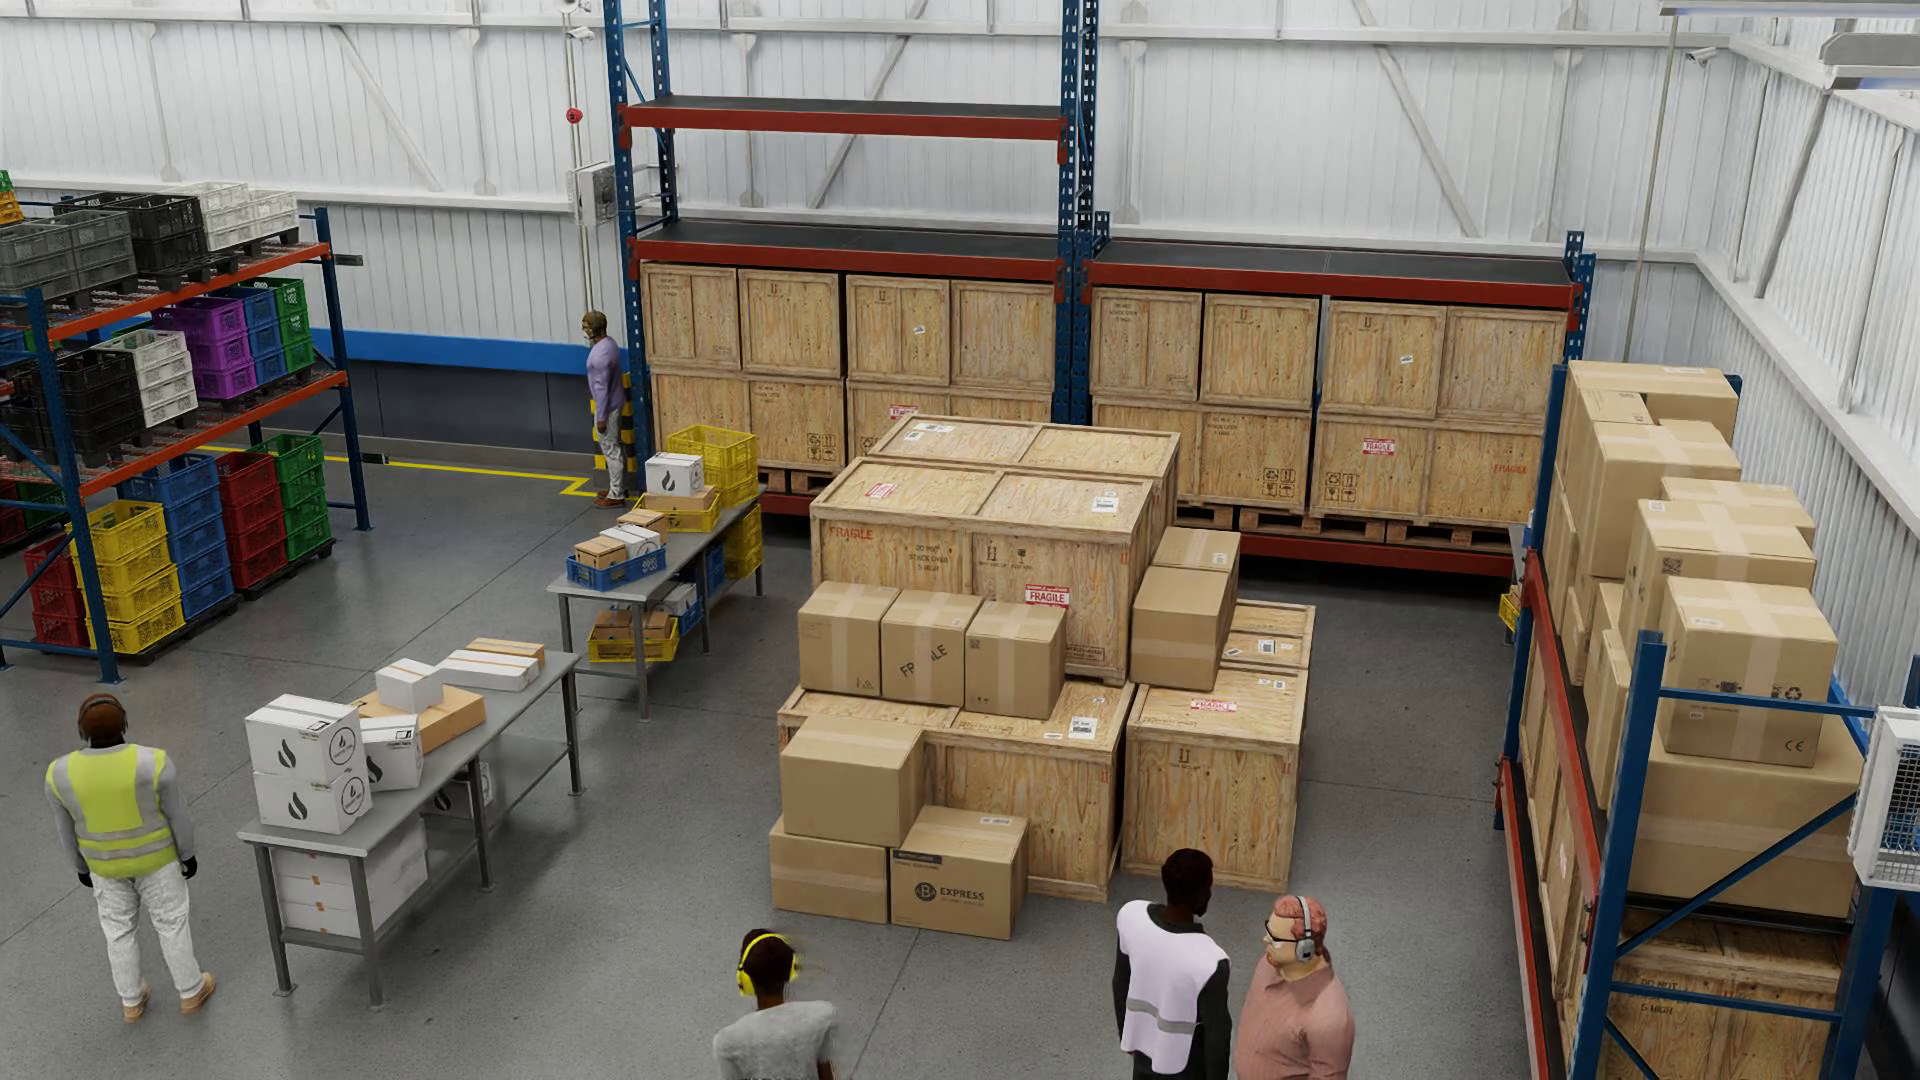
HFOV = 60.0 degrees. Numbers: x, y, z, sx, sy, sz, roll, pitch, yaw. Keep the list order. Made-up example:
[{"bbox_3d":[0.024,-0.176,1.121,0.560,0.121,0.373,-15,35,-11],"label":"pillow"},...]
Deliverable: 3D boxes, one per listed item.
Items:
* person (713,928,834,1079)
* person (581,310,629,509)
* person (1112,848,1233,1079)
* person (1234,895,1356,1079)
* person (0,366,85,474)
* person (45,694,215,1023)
[{"bbox_3d":[-0.741,2.361,6.629,0.525,1.859,0.357,-10,23,-24],"label":"person"},{"bbox_3d":[-3.401,-1.263,16.007,0.371,1.933,0.626,-2,21,-4],"label":"person"},{"bbox_3d":[0.892,2.164,7.055,0.376,1.917,0.600,-17,27,-38],"label":"person"},{"bbox_3d":[1.306,2.280,6.766,0.406,1.911,0.639,-4,21,-10],"label":"person"},{"bbox_3d":[-9.601,-1.481,16.760,1.054,1.813,0.585,-10,23,-25],"label":"person"},{"bbox_3d":[-4.251,1.629,8.558,0.627,1.847,0.429,-4,21,-11],"label":"person"}]
